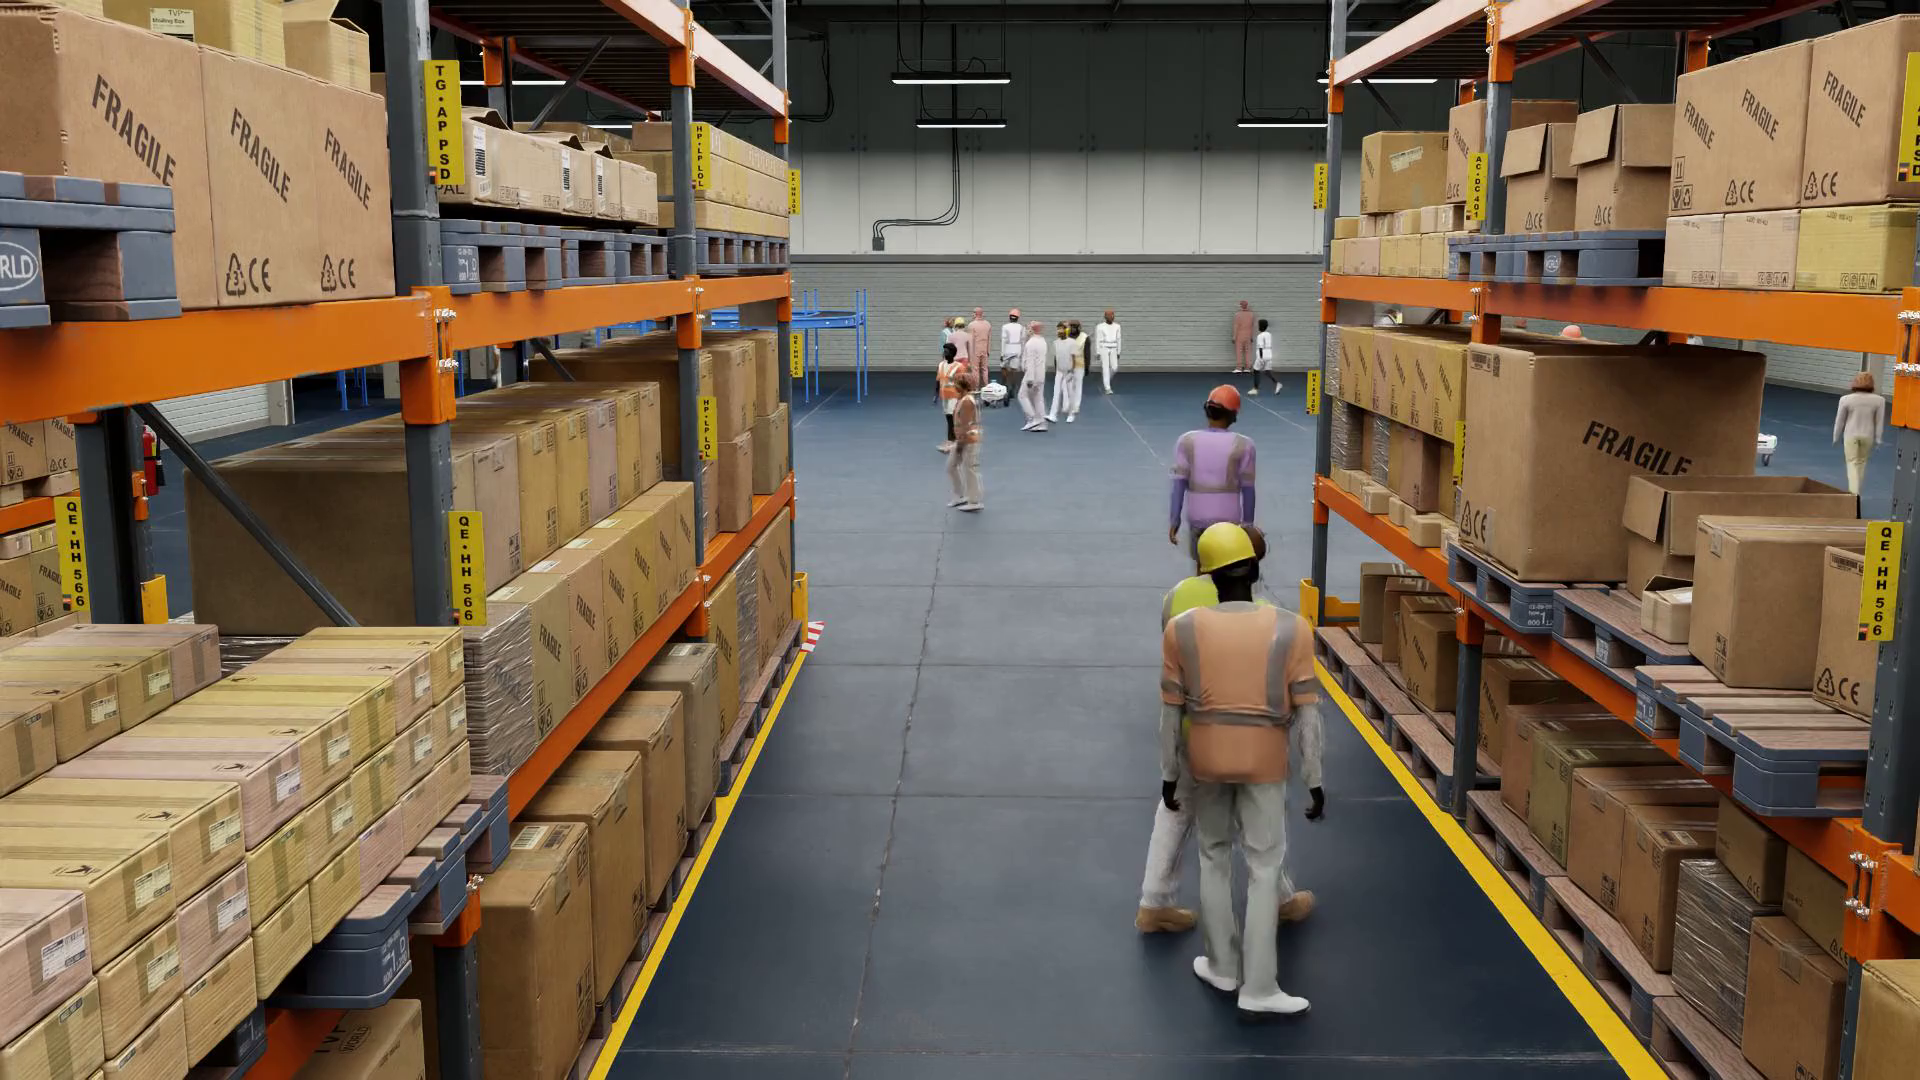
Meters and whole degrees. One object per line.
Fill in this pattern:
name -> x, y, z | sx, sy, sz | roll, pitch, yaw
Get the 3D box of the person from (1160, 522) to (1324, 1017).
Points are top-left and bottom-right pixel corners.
person -> 1.095, 0.888, 6.508 | 0.652, 1.889, 0.570 | 3, 10, 17

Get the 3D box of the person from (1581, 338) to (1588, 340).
person -> 9.707, -2.299, 26.066 | 0.538, 1.726, 0.883 | 0, 9, -1

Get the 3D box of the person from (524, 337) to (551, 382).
person -> -5.621, -1.784, 22.470 | 0.638, 1.895, 0.618 | 8, 12, 40

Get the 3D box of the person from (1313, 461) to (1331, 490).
person -> 4.641, -1.527, 20.802 | 0.358, 1.938, 0.548 | 1, 10, 4

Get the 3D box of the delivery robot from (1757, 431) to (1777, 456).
delivery robot -> 11.423, -1.409, 24.076 | 0.707, 0.478, 0.477 | 3, 10, 15

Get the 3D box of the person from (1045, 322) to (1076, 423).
person -> 1.845, -3.013, 30.044 | 0.512, 1.820, 0.949 | 5, 11, 29

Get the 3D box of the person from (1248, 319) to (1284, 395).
person -> 6.721, -4.006, 36.443 | 0.737, 1.672, 0.534 | 9, 13, 42

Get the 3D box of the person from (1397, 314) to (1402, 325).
person -> 8.452, -3.373, 31.888 | 0.585, 1.929, 0.377 | 4, 10, 23

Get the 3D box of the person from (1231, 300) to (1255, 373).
person -> 7.420, -5.344, 43.791 | 0.687, 1.902, 0.397 | -5, 11, -28

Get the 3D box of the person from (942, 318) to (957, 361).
person -> -0.212, -4.297, 38.291 | 0.366, 1.633, 0.530 | 6, 11, 32

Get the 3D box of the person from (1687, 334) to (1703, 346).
person -> 14.009, -3.320, 31.938 | 0.588, 1.799, 0.765 | -2, 10, -9

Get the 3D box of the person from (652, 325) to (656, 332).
person -> -4.758, -2.431, 26.269 | 0.663, 1.913, 0.732 | 2, 10, 14

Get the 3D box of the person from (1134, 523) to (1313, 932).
person -> 1.175, 0.816, 7.224 | 0.799, 1.802, 0.657 | -6, 11, -33

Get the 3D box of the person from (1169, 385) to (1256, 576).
person -> 1.946, -0.185, 12.637 | 0.623, 1.977, 1.053 | 4, 10, 21

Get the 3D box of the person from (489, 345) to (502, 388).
person -> -8.260, -3.001, 29.906 | 0.300, 1.857, 0.585 | 2, 10, 12

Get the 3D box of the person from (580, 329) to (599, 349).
person -> -8.845, -4.682, 39.857 | 0.662, 1.900, 0.400 | 9, 13, 42

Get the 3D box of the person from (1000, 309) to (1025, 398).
person -> 1.100, -4.038, 35.948 | 0.579, 1.895, 0.749 | -3, 10, -19

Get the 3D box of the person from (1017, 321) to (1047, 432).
person -> 1.246, -2.808, 28.596 | 0.519, 1.893, 0.674 | 5, 11, 26

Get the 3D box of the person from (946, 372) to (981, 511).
person -> 0.017, -1.143, 19.450 | 0.511, 1.622, 0.518 | -2, 10, -10

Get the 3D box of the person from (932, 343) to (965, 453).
person -> -0.163, -2.197, 25.622 | 0.449, 1.691, 0.563 | -9, 13, -42

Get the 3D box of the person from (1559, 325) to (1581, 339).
person -> 8.415, -1.961, 23.116 | 0.390, 2.034, 0.605 | 8, 12, 39

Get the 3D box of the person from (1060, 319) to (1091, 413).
person -> 2.169, -3.324, 31.925 | 0.649, 1.811, 0.775 | 3, 10, 16

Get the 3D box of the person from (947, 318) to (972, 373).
person -> -0.021, -3.843, 35.289 | 0.552, 1.718, 0.880 | -2, 10, -9

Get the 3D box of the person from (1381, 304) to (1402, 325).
person -> 10.230, -4.780, 40.105 | 1.025, 2.000, 0.693 | 8, 13, 41

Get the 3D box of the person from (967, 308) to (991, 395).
person -> 0.388, -4.166, 36.706 | 0.651, 1.904, 0.404 | -9, 13, -42

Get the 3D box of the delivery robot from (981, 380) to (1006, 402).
delivery robot -> 0.677, -2.987, 33.524 | 0.477, 0.478, 0.707 | 3, 10, 19

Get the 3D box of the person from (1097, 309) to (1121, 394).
person -> 3.290, -4.196, 36.989 | 0.584, 1.868, 0.552 | -3, 10, -18

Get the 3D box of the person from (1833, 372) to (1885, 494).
person -> 10.807, -1.224, 19.996 | 0.508, 1.601, 0.823 | 3, 10, 16

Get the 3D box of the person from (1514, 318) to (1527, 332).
person -> 13.203, -4.447, 39.312 | 0.846, 1.594, 0.499 | -6, 11, -33
